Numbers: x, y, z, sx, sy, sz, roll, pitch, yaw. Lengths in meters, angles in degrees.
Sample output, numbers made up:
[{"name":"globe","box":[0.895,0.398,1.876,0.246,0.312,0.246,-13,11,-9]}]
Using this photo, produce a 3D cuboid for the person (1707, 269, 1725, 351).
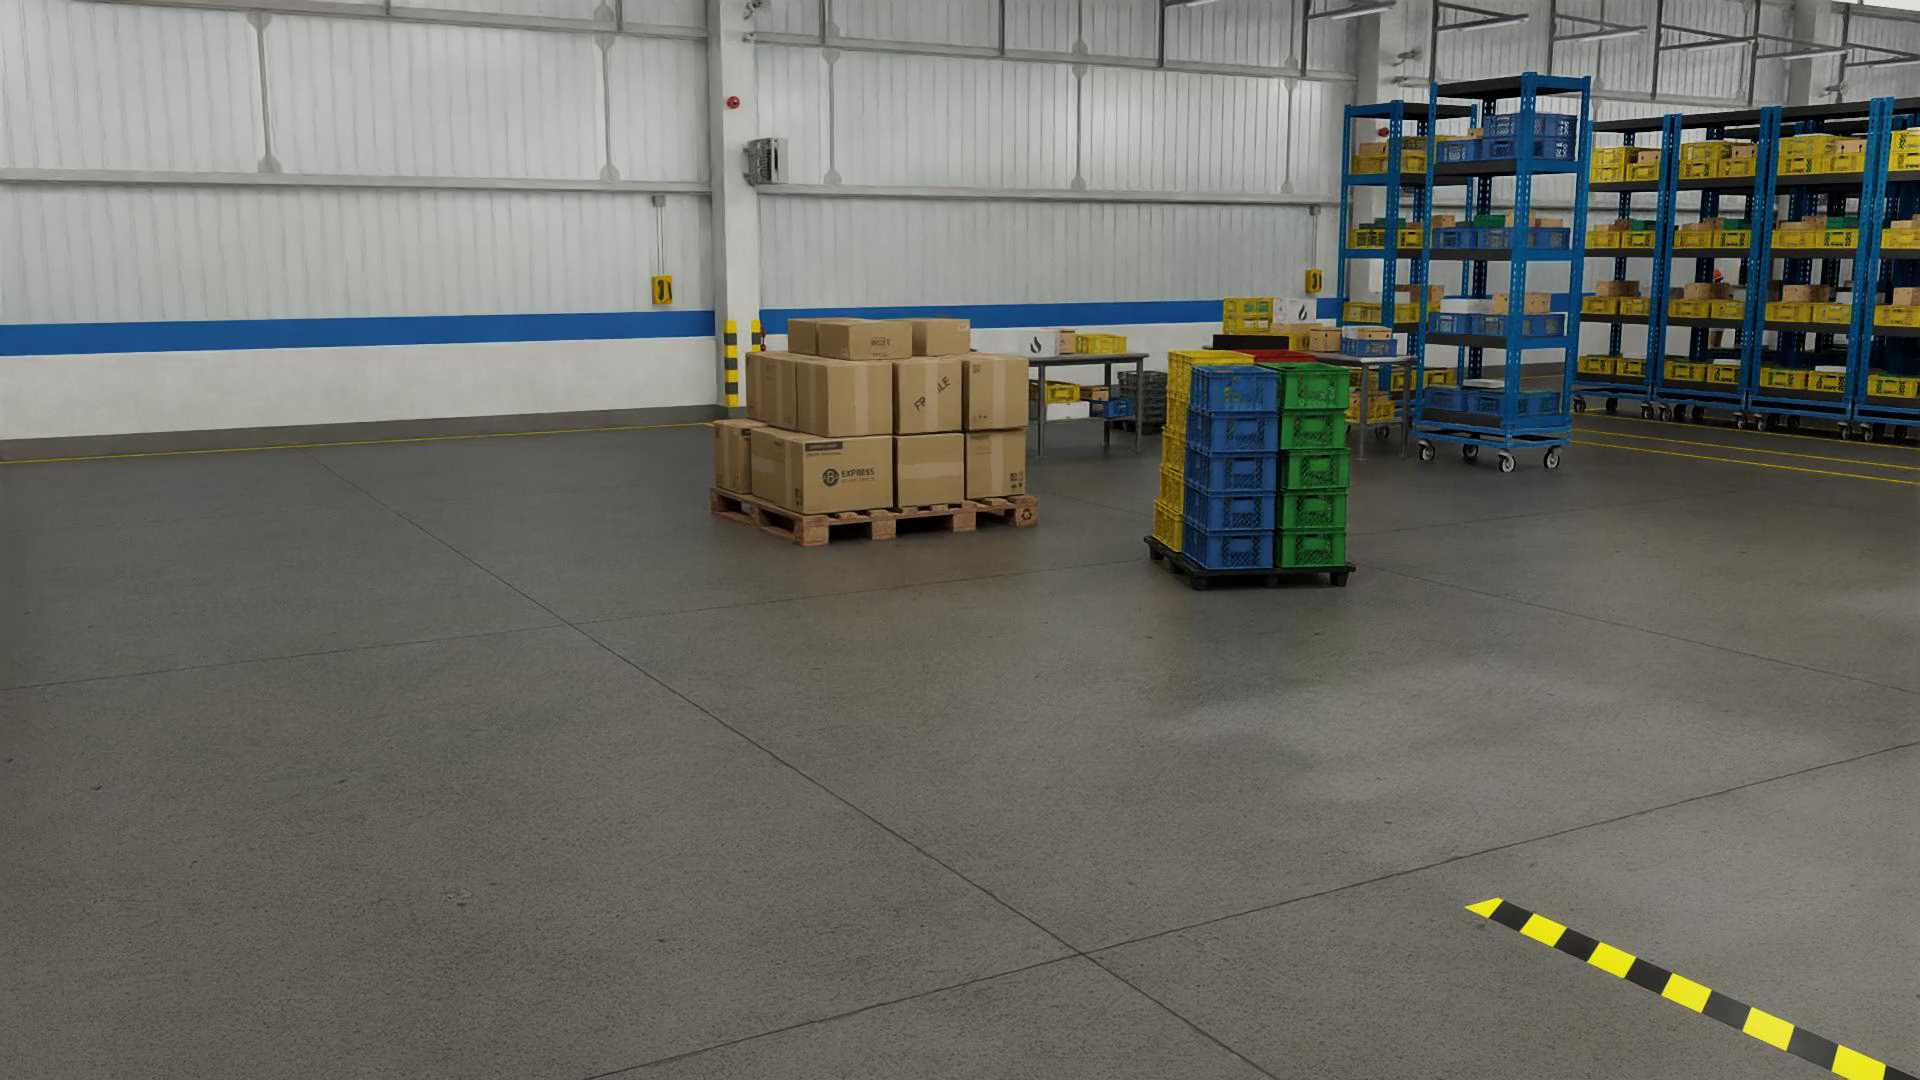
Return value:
[{"name":"person","box":[11.320,-3.209,25.074,0.562,1.742,0.359,-9,13,-40]}]
